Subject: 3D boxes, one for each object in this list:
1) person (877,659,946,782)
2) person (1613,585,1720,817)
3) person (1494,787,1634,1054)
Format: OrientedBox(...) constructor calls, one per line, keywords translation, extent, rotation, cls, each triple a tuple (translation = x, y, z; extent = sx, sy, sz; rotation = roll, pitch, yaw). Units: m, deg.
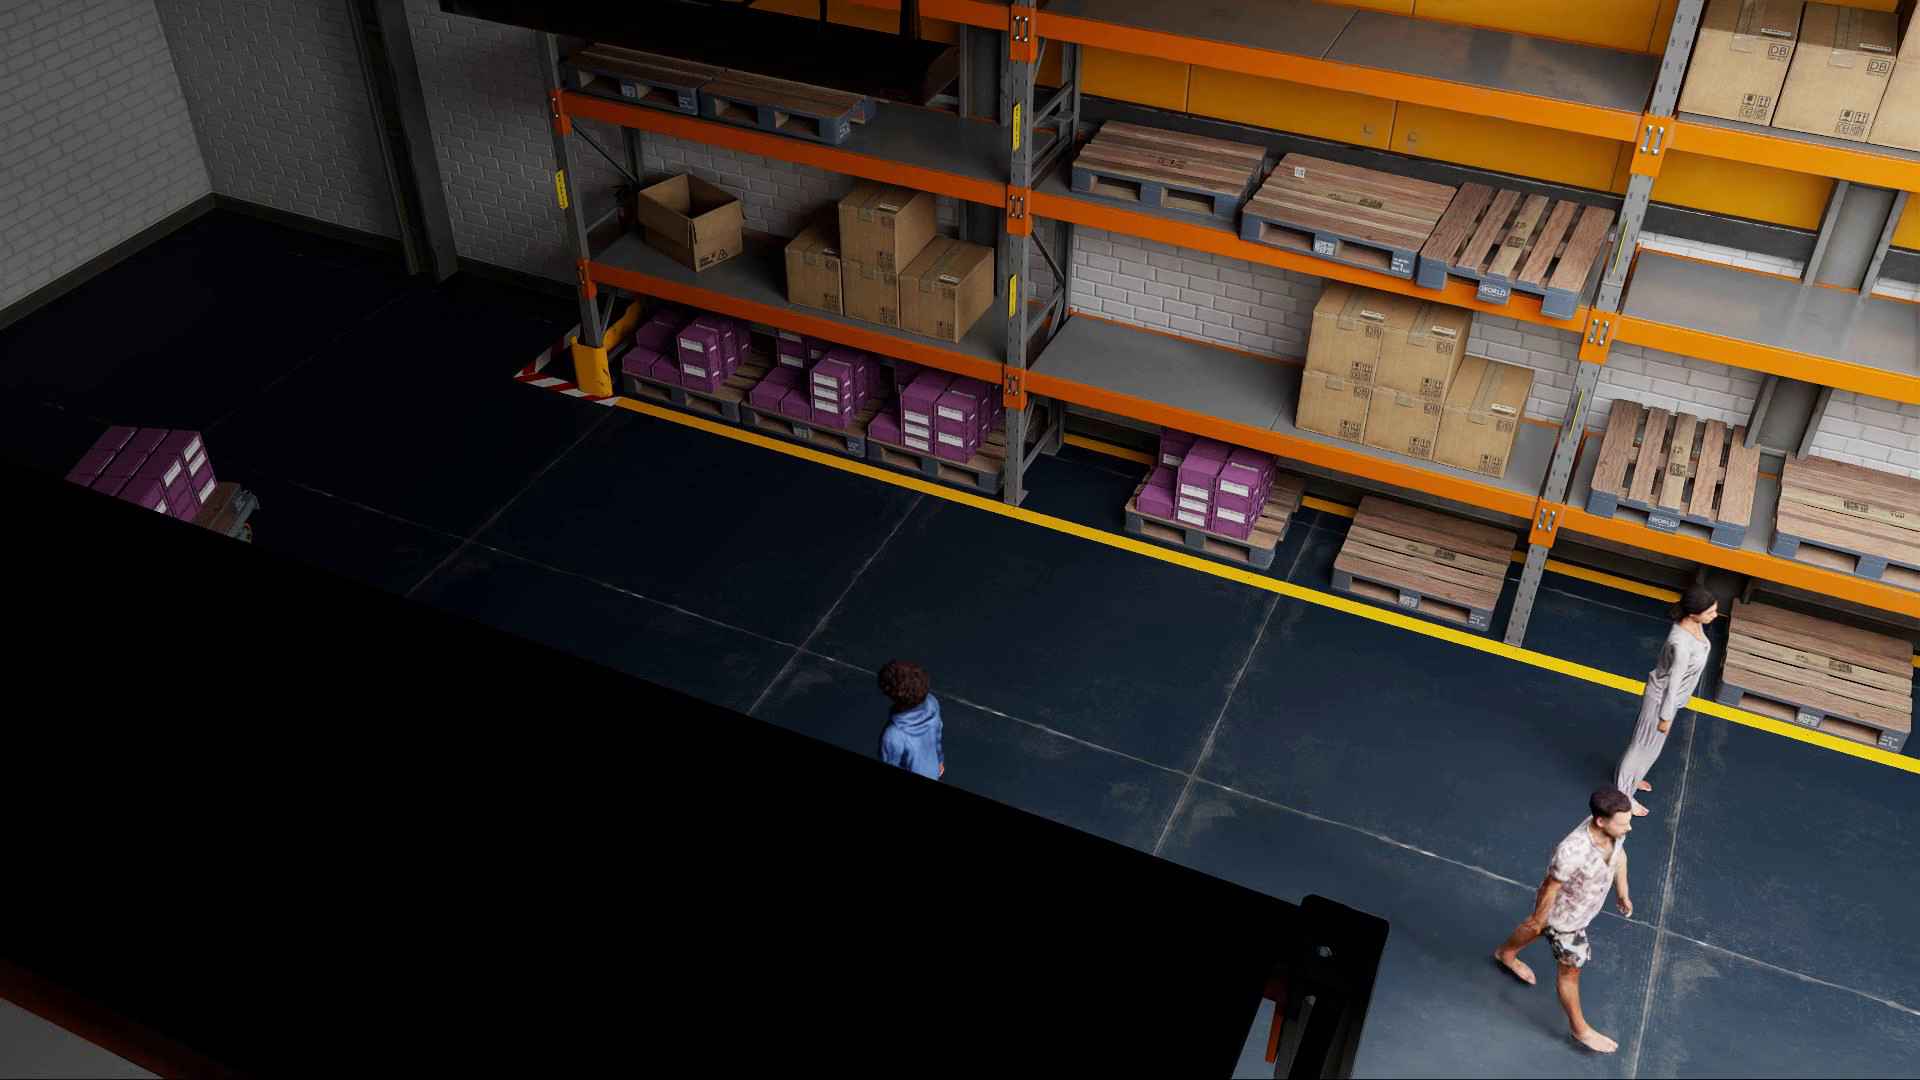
OrientedBox(translation=(-0.242, 1.453, 9.874), extent=(0.866, 1.786, 0.742), rotation=(21, 43, 24), cls="person")
OrientedBox(translation=(4.430, 0.985, 10.470), extent=(0.520, 1.773, 0.591), rotation=(17, 42, 20), cls="person")
OrientedBox(translation=(3.321, 1.952, 9.255), extent=(0.966, 1.779, 1.205), rotation=(-31, 48, -33), cls="person")
